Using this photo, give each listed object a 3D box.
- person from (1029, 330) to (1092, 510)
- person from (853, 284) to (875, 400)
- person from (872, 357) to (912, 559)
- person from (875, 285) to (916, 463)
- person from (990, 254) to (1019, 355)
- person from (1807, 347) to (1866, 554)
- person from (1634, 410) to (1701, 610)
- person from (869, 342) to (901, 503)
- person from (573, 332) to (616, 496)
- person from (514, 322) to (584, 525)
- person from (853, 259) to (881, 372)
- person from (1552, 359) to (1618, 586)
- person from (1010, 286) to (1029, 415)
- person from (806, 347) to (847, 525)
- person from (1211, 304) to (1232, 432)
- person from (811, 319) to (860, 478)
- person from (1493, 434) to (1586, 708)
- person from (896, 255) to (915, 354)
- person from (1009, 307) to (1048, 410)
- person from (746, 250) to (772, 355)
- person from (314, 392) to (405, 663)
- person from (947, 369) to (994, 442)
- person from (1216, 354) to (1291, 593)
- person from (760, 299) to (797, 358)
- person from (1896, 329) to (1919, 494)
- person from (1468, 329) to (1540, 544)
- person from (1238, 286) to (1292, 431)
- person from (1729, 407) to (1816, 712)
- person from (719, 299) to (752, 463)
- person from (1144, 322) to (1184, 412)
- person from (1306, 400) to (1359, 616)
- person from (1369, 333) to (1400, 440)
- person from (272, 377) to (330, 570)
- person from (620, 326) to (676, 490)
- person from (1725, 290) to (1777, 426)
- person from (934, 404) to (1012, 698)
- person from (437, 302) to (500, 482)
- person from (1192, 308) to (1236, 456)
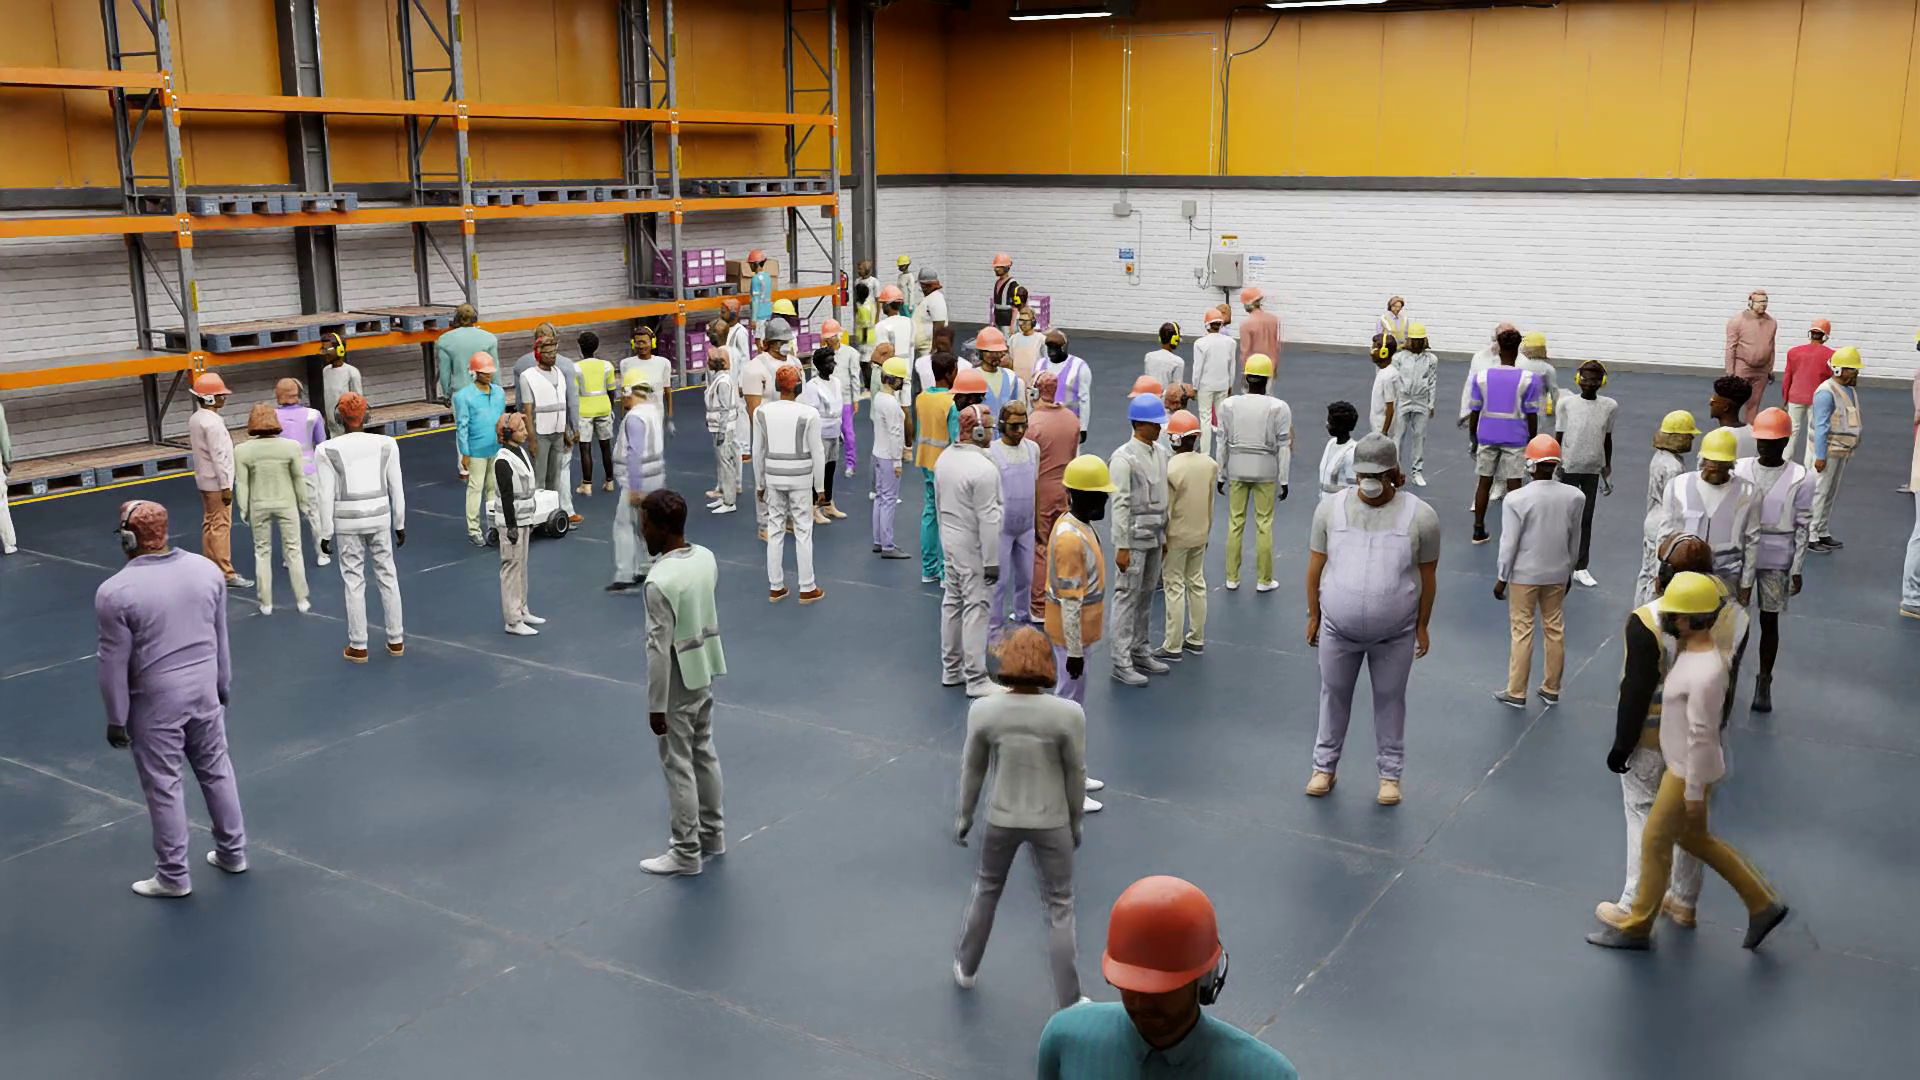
[{"bbox_3d":[0.952,-1.107,16.075,0.639,1.836,0.430,7,15,28],"label":"person"},{"bbox_3d":[-1.327,-2.858,23.997,0.440,1.680,0.588,-1,13,-6],"label":"person"},{"bbox_3d":[-0.593,-0.718,14.540,0.326,1.759,0.534,-4,14,-17],"label":"person"},{"bbox_3d":[-0.762,-1.852,18.834,0.394,2.044,0.609,11,17,38],"label":"person"},{"bbox_3d":[0.642,-3.270,24.984,0.393,2.041,0.613,-7,15,-27],"label":"person"},{"bbox_3d":[7.739,-0.800,14.731,0.599,1.830,0.403,-12,18,-42],"label":"person"},{"bbox_3d":[4.954,-0.045,11.653,0.305,1.743,0.494,2,13,8],"label":"person"},{"bbox_3d":[-0.773,-1.190,16.860,0.269,1.632,0.505,-4,14,-17],"label":"person"},{"bbox_3d":[-3.815,-1.306,17.223,0.541,1.695,0.315,-10,16,-36],"label":"person"},{"bbox_3d":[-3.880,-1.085,15.734,0.636,1.938,0.355,4,13,15],"label":"person"},{"bbox_3d":[-1.511,-3.610,26.901,0.516,1.839,0.329,9,16,34],"label":"person"},{"bbox_3d":[5.075,-0.544,13.550,0.521,1.867,0.336,0,13,2],"label":"person"},{"bbox_3d":[0.780,-2.285,21.110,0.335,1.865,0.521,4,13,15],"label":"person"},{"bbox_3d":[-1.288,-0.996,15.907,0.318,1.685,0.535,7,15,27],"label":"person"},{"bbox_3d":[3.326,-2.189,21.191,0.277,1.633,0.507,-2,13,-7],"label":"person"},{"bbox_3d":[-1.371,-1.553,18.212,0.575,1.737,0.355,4,14,16],"label":"person"},{"bbox_3d":[3.659,0.196,10.581,0.562,1.753,0.333,-3,13,-11],"label":"person"},{"bbox_3d":[-0.981,-4.168,29.508,0.340,1.761,0.524,-7,15,-28],"label":"person"},{"bbox_3d":[0.746,-1.663,18.444,0.516,1.844,0.332,7,15,29],"label":"person"},{"bbox_3d":[-3.157,-3.514,26.076,0.395,2.036,0.601,3,13,12],"label":"person"},{"bbox_3d":[-4.139,-0.087,11.528,0.584,1.882,0.337,-9,16,-34],"label":"person"},{"bbox_3d":[0.079,-0.305,12.357,0.354,1.938,0.544,-1,13,-5],"label":"person"},{"bbox_3d":[2.355,-0.533,13.367,0.595,1.925,0.370,5,14,20],"label":"person"},{"bbox_3d":[-1.978,-1.722,18.546,0.395,1.919,0.586,-11,17,-40],"label":"person"},{"bbox_3d":[10.020,-1.359,17.320,0.341,1.760,0.525,9,16,34],"label":"person"},{"bbox_3d":[4.871,-0.907,14.931,0.608,1.958,0.373,8,15,32],"label":"person"},{"bbox_3d":[3.616,-2.035,19.823,0.670,1.955,0.716,-8,15,-31],"label":"person"},{"bbox_3d":[5.042,0.122,10.499,0.543,1.939,0.370,9,16,35],"label":"person"},{"bbox_3d":[-2.585,-1.814,19.015,0.342,1.882,0.587,-7,15,-27],"label":"person"},{"bbox_3d":[2.050,-1.250,16.644,0.346,1.857,0.523,-11,17,-41],"label":"person"},{"bbox_3d":[2.840,-0.199,12.416,0.322,1.699,0.535,-2,13,-10],"label":"person"},{"bbox_3d":[3.905,-0.983,15.445,0.312,1.869,0.535,3,13,13],"label":"person"},{"bbox_3d":[-5.628,-0.559,14.114,0.523,1.636,0.309,-6,14,-23],"label":"person"},{"bbox_3d":[-3.044,-1.155,16.195,0.533,1.868,0.310,-2,13,-9],"label":"person"},{"bbox_3d":[9.490,-2.041,19.953,0.639,1.910,0.407,-2,13,-9],"label":"person"},{"bbox_3d":[0.091,0.066,10.813,0.399,1.909,0.642,-7,15,-28],"label":"person"},{"bbox_3d":[-5.267,-1.587,17.913,0.631,1.939,0.370,-4,14,-17],"label":"person"},{"bbox_3d":[2.909,-1.796,19.228,0.572,1.748,0.342,-6,14,-23],"label":"person"}]
